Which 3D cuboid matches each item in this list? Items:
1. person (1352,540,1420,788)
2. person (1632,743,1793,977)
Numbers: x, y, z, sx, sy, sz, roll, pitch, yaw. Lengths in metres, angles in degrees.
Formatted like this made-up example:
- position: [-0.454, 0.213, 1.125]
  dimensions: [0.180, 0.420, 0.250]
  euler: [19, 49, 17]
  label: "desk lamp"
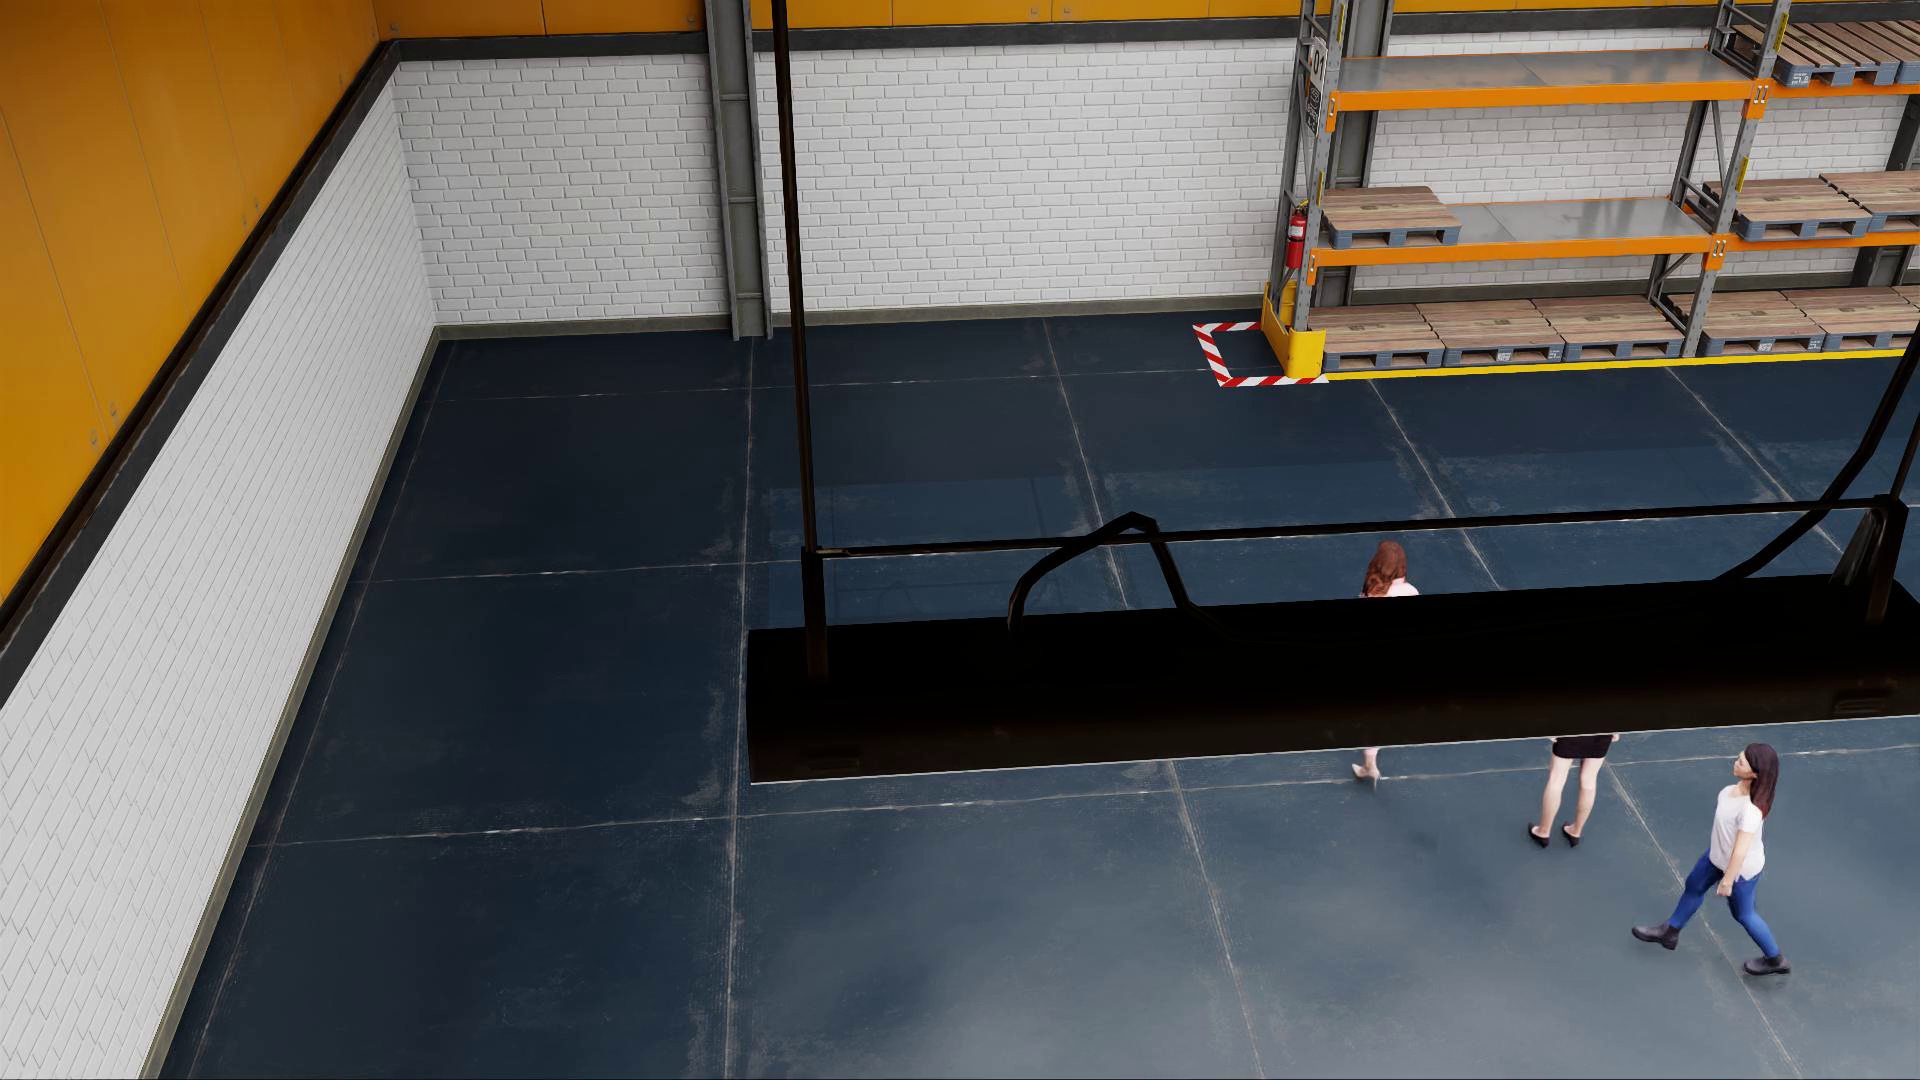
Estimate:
- position: [2.762, 0.861, 10.942]
  dimensions: [1.010, 1.768, 0.847]
  euler: [-9, 35, -14]
  label: "person"
- position: [4.531, 1.882, 9.519]
  dimensions: [1.196, 1.643, 0.948]
  euler: [13, 36, 19]
  label: "person"
